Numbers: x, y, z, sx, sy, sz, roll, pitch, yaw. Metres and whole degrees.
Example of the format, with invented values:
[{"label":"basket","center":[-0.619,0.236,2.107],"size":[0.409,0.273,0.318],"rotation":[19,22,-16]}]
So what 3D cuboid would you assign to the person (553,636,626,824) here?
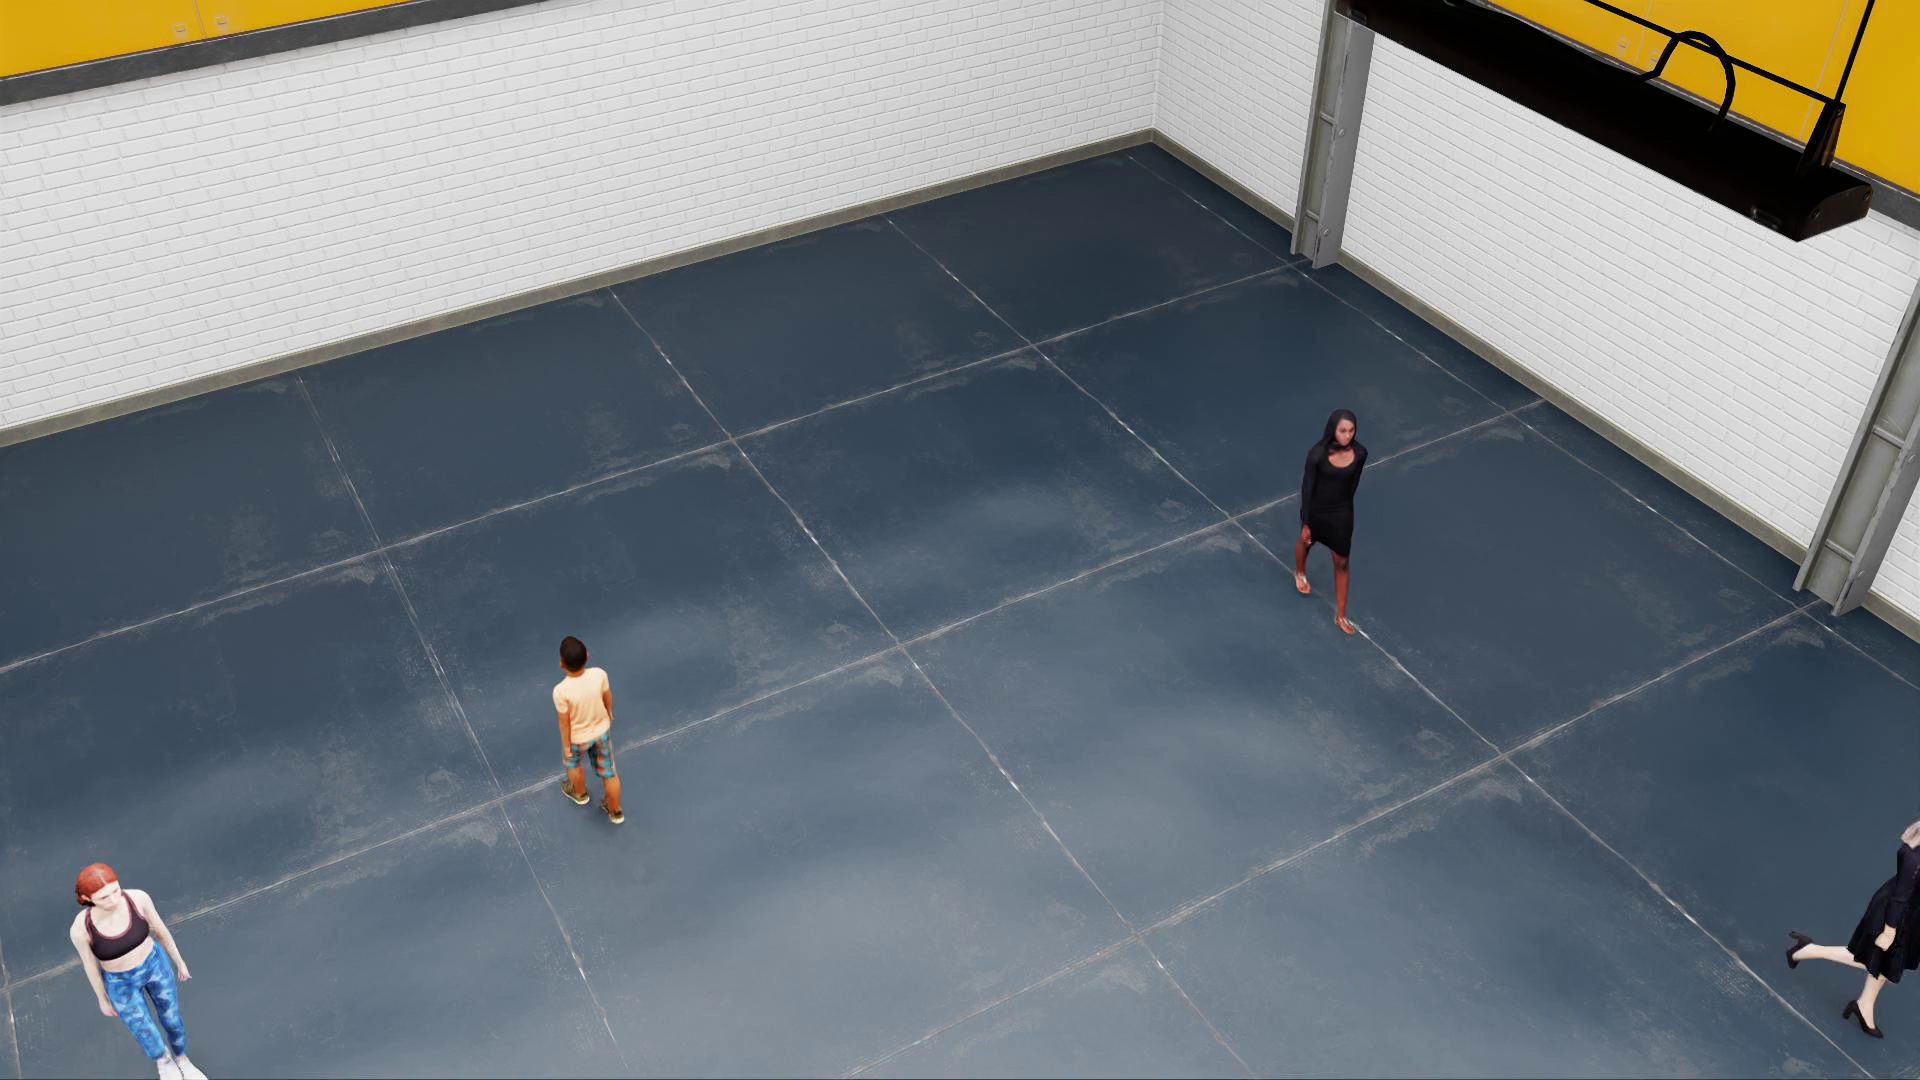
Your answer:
[{"label":"person","center":[-2.283,1.231,10.337],"size":[0.583,1.447,0.750],"rotation":[-25,45,-28]}]

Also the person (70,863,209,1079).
[{"label":"person","center":[-4.347,2.289,8.751],"size":[0.725,1.773,0.679],"rotation":[30,47,32]}]

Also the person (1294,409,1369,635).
[{"label":"person","center":[2.599,-0.245,11.994],"size":[0.891,1.685,1.158],"rotation":[-4,39,-5]}]

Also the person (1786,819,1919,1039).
[{"label":"person","center":[5.044,2.025,9.111],"size":[0.720,1.735,0.937],"rotation":[-30,47,-32]}]
